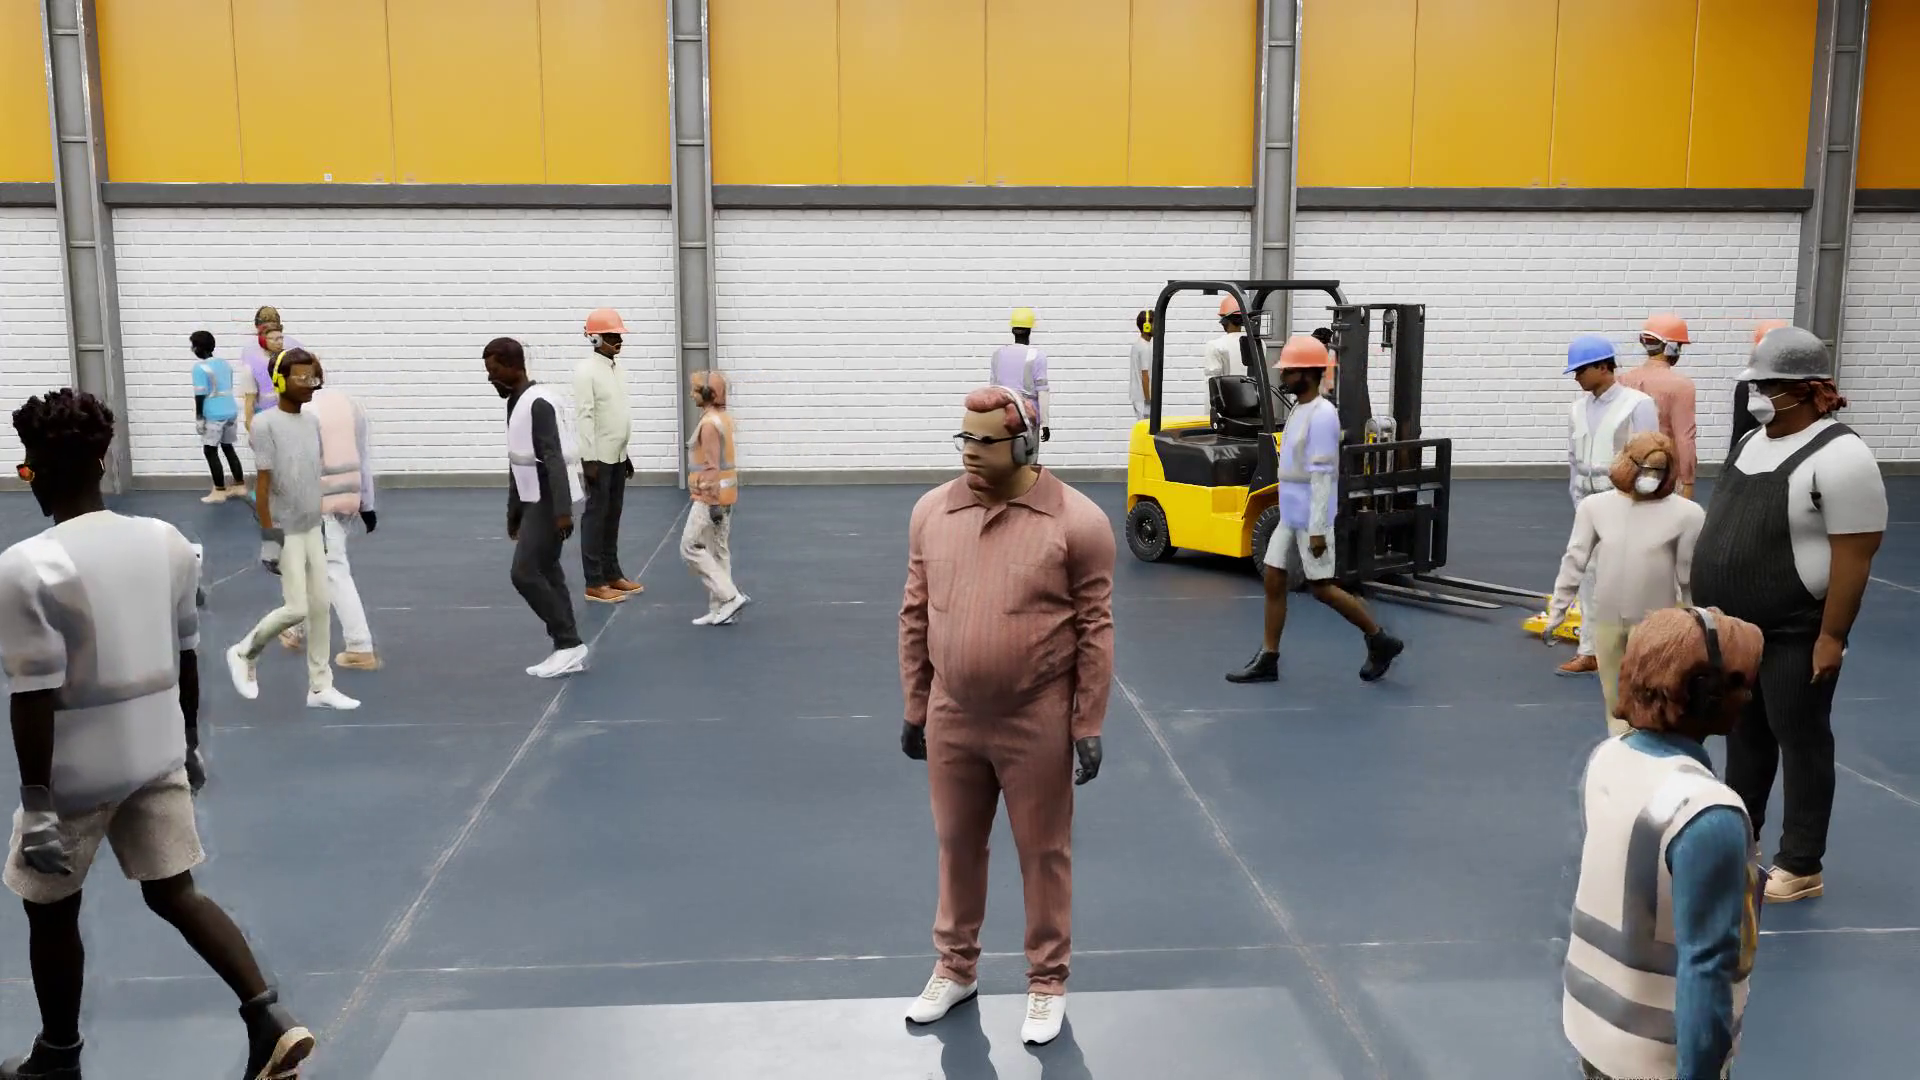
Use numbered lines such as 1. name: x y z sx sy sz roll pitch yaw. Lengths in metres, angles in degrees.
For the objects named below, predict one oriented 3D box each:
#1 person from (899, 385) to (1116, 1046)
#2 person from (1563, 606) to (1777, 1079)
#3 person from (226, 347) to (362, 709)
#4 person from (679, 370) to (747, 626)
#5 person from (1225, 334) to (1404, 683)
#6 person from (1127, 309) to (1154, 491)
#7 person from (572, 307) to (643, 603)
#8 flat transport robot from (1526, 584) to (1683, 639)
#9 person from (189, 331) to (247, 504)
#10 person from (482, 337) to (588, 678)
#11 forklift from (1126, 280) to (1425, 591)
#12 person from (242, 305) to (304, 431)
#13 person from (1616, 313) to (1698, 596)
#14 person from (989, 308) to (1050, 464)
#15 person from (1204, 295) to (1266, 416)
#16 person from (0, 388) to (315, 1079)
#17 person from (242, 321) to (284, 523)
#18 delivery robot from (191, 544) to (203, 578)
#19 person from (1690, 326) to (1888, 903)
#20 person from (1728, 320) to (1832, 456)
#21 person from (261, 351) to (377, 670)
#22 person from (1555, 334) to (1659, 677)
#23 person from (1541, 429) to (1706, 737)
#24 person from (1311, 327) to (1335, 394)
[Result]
1. person: 0.111 0.506 4.810 0.648 1.904 0.401 4 10 23
2. person: 1.234 0.922 3.028 0.416 1.625 0.520 0 9 1
3. person: -3.403 -0.046 8.424 0.609 1.858 0.530 3 9 16
4. person: -1.573 -0.248 10.418 0.366 1.628 0.519 1 9 4
5. person: 1.939 -0.147 8.931 0.885 1.914 0.548 -1 9 -5
6. person: 1.873 -1.395 16.858 0.311 1.869 0.530 -1 9 -3
7. person: -2.410 -0.582 11.357 0.378 1.995 0.609 2 9 13
8. flat transport robot: 4.195 0.426 10.420 1.431 0.197 0.652 -9 13 -44
9. person: -7.229 -1.191 16.153 0.397 1.679 0.555 2 9 10
10. person: -2.340 -0.177 9.184 0.490 1.875 0.648 -4 10 -25
11. forklift: 2.301 -0.860 12.475 1.214 2.155 2.313 -6 11 -35
12. person: -6.319 -1.189 15.341 0.375 1.940 0.627 5 11 31
13. person: 4.283 -0.399 10.264 0.404 1.983 0.639 -5 10 -26
14. person: 0.545 -1.078 14.677 0.594 1.927 0.367 6 11 35
15. person: 2.398 -1.143 14.727 0.615 2.042 0.372 -4 10 -25
16. person: -2.164 0.571 4.326 0.909 1.938 0.607 3 10 20
17. person: -6.012 -1.000 14.535 0.791 1.819 0.579 4 10 24
18. delivery robot: -5.427 0.135 11.070 0.707 0.478 0.477 2 9 10
19. person: 2.883 0.258 5.941 0.535 2.000 0.684 -1 9 -8
20. person: 5.334 -0.469 10.876 0.661 1.937 0.881 -2 9 -14
21. person: -3.710 -0.171 9.418 0.970 1.787 0.637 4 10 21
22. person: 3.702 -0.195 9.261 0.853 1.896 0.673 -5 10 -29
23. person: 2.641 0.359 6.688 0.578 1.605 0.748 9 13 44
24. person: 3.625 -1.303 16.837 0.320 1.694 0.531 -5 10 -27
